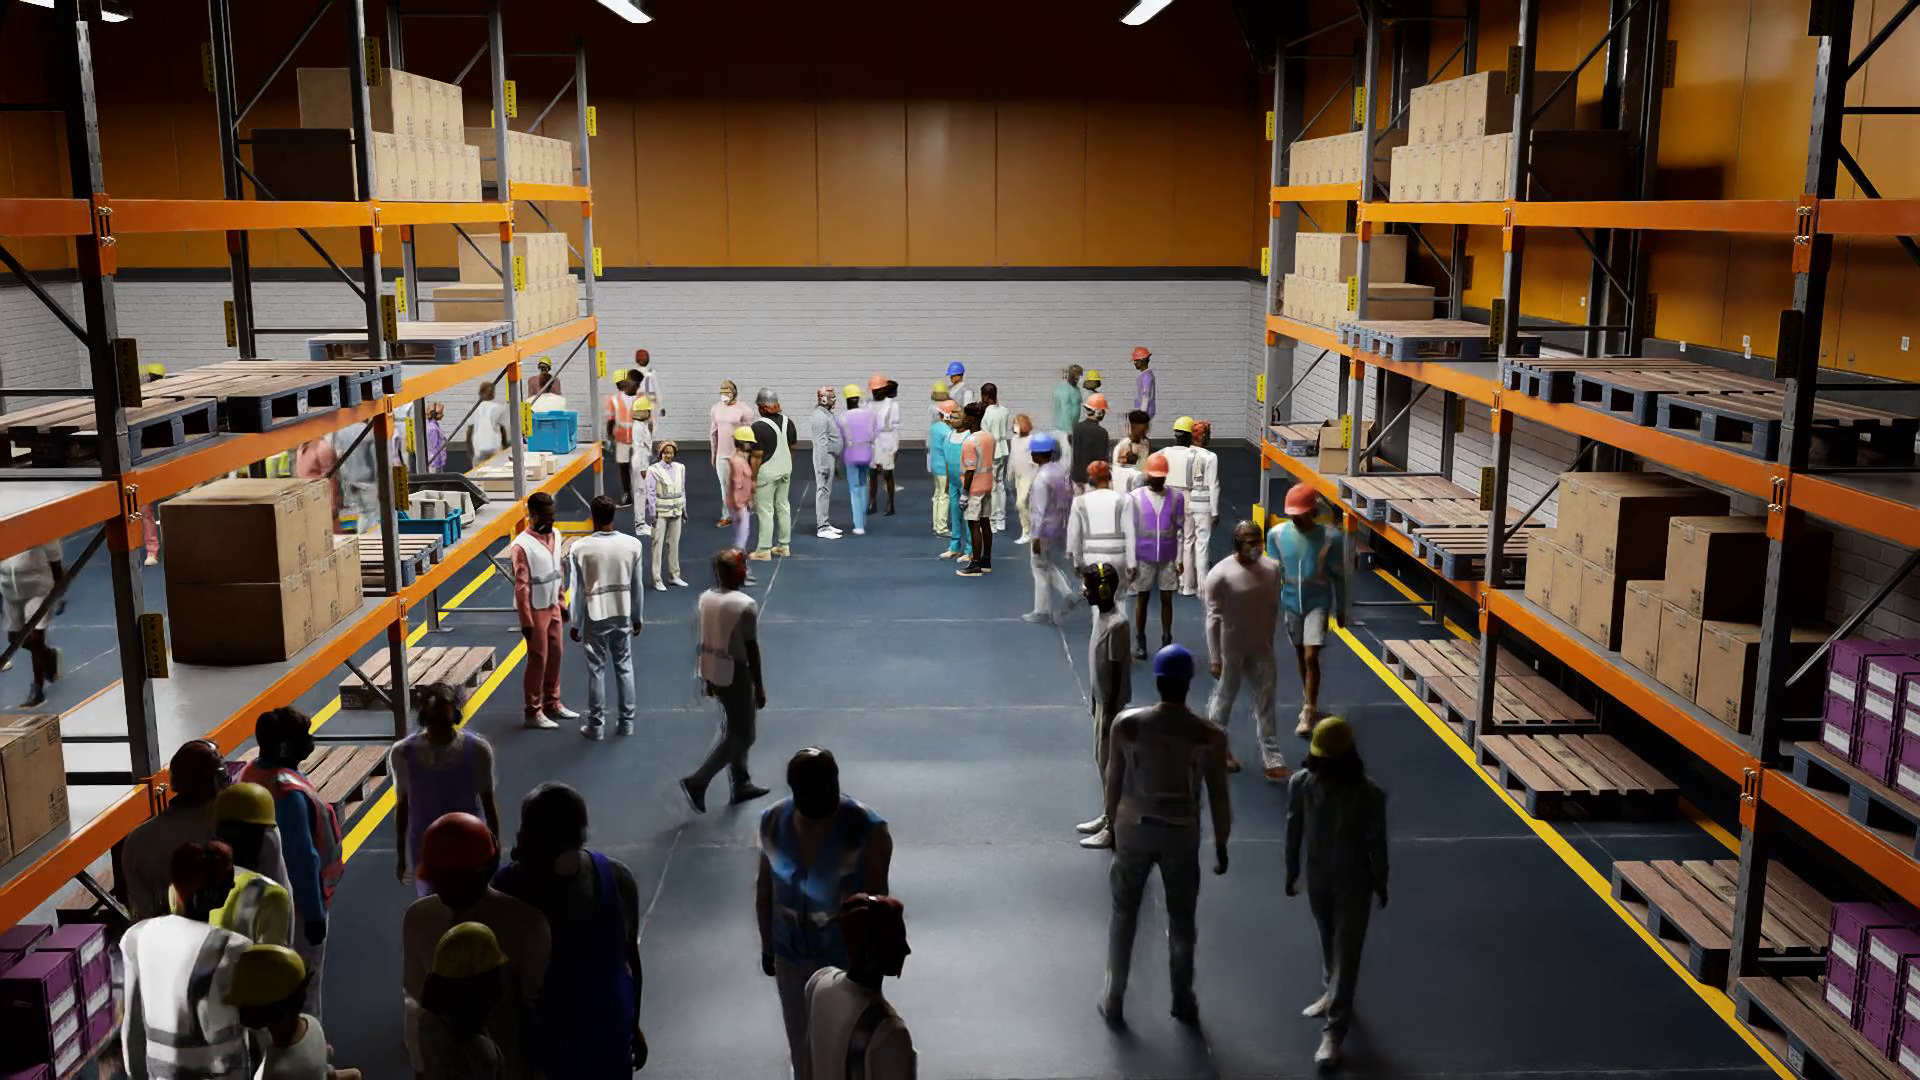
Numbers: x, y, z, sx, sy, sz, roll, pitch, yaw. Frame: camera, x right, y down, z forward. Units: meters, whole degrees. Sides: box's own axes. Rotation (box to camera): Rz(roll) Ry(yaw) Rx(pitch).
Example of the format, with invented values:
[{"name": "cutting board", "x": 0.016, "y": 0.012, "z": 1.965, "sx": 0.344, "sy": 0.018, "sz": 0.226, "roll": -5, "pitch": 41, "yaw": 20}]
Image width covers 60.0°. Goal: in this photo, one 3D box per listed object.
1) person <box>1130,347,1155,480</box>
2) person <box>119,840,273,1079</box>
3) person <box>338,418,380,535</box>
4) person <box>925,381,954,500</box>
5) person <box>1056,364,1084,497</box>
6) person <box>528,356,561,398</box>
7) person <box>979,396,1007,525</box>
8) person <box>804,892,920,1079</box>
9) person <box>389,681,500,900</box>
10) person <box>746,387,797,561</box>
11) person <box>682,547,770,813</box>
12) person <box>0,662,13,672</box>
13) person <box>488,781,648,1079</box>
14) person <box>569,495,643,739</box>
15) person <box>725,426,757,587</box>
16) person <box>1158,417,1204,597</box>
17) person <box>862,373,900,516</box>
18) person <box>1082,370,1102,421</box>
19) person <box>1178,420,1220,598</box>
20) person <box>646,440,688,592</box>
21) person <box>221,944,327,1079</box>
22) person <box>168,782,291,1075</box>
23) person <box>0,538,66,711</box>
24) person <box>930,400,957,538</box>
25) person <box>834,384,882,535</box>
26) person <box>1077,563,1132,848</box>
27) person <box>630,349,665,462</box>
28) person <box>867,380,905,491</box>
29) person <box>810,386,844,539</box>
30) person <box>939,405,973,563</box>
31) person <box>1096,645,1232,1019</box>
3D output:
[{"name": "person", "x": 2.767, "y": -1.919, "z": 25.307, "sx": 0.408, "sy": 2.029, "sz": 0.609, "roll": 1, "pitch": 11, "yaw": 4}, {"name": "person", "x": -2.825, "y": 2.000, "z": 6.181, "sx": 0.568, "sy": 1.833, "sz": 1.063, "roll": 5, "pitch": 12, "yaw": 25}, {"name": "person", "x": -6.946, "y": -0.676, "z": 19.404, "sx": 0.638, "sy": 1.906, "sz": 0.447, "roll": 6, "pitch": 13, "yaw": 26}, {"name": "person", "x": -0.239, "y": -1.357, "z": 23.205, "sx": 0.500, "sy": 1.727, "sz": 0.531, "roll": -8, "pitch": 14, "yaw": -34}, {"name": "person", "x": 1.589, "y": -1.559, "z": 23.753, "sx": 0.435, "sy": 1.918, "sz": 0.623, "roll": 5, "pitch": 12, "yaw": 25}, {"name": "person", "x": -6.671, "y": -2.079, "z": 26.780, "sx": 0.535, "sy": 1.755, "sz": 0.342, "roll": -1, "pitch": 11, "yaw": -4}, {"name": "person", "x": 0.372, "y": -1.043, "z": 21.606, "sx": 0.562, "sy": 1.742, "sz": 0.338, "roll": 9, "pitch": 14, "yaw": 37}, {"name": "person", "x": -0.315, "y": 2.086, "z": 5.571, "sx": 0.359, "sy": 1.882, "sz": 0.575, "roll": -7, "pitch": 13, "yaw": -32}, {"name": "person", "x": -2.594, "y": 1.560, "z": 8.439, "sx": 0.516, "sy": 1.803, "sz": 0.978, "roll": -3, "pitch": 12, "yaw": -15}, {"name": "person", "x": -2.273, "y": -0.785, "z": 19.567, "sx": 0.538, "sy": 2.000, "sz": 0.683, "roll": 8, "pitch": 14, "yaw": 37}, {"name": "person", "x": -1.604, "y": 0.961, "z": 11.347, "sx": 0.691, "sy": 1.826, "sz": 0.583, "roll": -10, "pitch": 15, "yaw": -40}, {"name": "person", "x": -8.734, "y": 0.282, "z": 14.746, "sx": 0.502, "sy": 1.837, "sz": 0.349, "roll": 6, "pitch": 13, "yaw": 27}, {"name": "person", "x": -1.468, "y": 1.878, "z": 6.213, "sx": 0.689, "sy": 2.000, "sz": 0.539, "roll": -7, "pitch": 13, "yaw": -31}, {"name": "person", "x": -2.738, "y": 0.604, "z": 12.955, "sx": 0.597, "sy": 1.909, "sz": 0.393, "roll": -8, "pitch": 14, "yaw": -33}, {"name": "person", "x": -2.381, "y": -0.368, "z": 18.199, "sx": 0.364, "sy": 1.756, "sz": 0.533, "roll": -1, "pitch": 11, "yaw": -4}, {"name": "person", "x": 2.358, "y": -0.356, "z": 17.726, "sx": 0.585, "sy": 1.917, "sz": 0.380, "roll": 8, "pitch": 14, "yaw": 34}, {"name": "person", "x": -1.082, "y": -1.275, "z": 22.295, "sx": 0.552, "sy": 1.932, "sz": 0.379, "roll": 4, "pitch": 12, "yaw": 21}, {"name": "person", "x": 1.959, "y": -1.659, "z": 24.699, "sx": 0.296, "sy": 1.744, "sz": 0.487, "roll": 4, "pitch": 12, "yaw": 21}, {"name": "person", "x": 2.525, "y": -0.332, "z": 17.695, "sx": 0.361, "sy": 1.883, "sz": 0.574, "roll": -10, "pitch": 15, "yaw": -40}, {"name": "person", "x": -3.169, "y": -0.274, "z": 18.022, "sx": 0.313, "sy": 1.637, "sz": 0.513, "roll": 10, "pitch": 15, "yaw": 40}, {"name": "person", "x": -2.209, "y": 2.164, "z": 5.500, "sx": 0.327, "sy": 1.761, "sz": 0.533, "roll": -3, "pitch": 12, "yaw": -14}, {"name": "person", "x": -2.837, "y": 1.883, "z": 6.665, "sx": 0.631, "sy": 1.845, "sz": 1.021, "roll": 4, "pitch": 12, "yaw": 18}, {"name": "person", "x": -7.759, "y": 0.398, "z": 13.894, "sx": 0.608, "sy": 1.946, "sz": 0.755, "roll": 0, "pitch": 11, "yaw": 0}, {"name": "person", "x": -0.177, "y": -0.893, "z": 20.873, "sx": 0.354, "sy": 1.737, "sz": 0.577, "roll": -4, "pitch": 12, "yaw": -18}, {"name": "person", "x": -1.352, "y": -1.033, "z": 21.168, "sx": 0.605, "sy": 1.897, "sz": 0.729, "roll": -5, "pitch": 12, "yaw": -23}, {"name": "person", "x": 0.940, "y": 1.062, "z": 10.786, "sx": 0.335, "sy": 1.855, "sz": 0.533, "roll": -1, "pitch": 11, "yaw": -5}, {"name": "person", "x": -5.082, "y": -2.146, "z": 26.819, "sx": 0.605, "sy": 1.869, "sz": 0.657, "roll": 5, "pitch": 12, "yaw": 24}, {"name": "person", "x": -1.109, "y": -1.493, "z": 24.037, "sx": 0.627, "sy": 1.668, "sz": 0.557, "roll": -2, "pitch": 11, "yaw": -10}, {"name": "person", "x": -1.663, "y": -0.980, "z": 20.882, "sx": 0.410, "sy": 1.909, "sz": 0.642, "roll": 0, "pitch": 11, "yaw": -2}, {"name": "person", "x": 0.013, "y": -0.655, "z": 19.408, "sx": 0.350, "sy": 1.847, "sz": 0.506, "roll": -10, "pitch": 15, "yaw": -41}, {"name": "person", "x": 1.026, "y": 1.497, "z": 8.431, "sx": 0.703, "sy": 1.919, "sz": 0.545, "roll": 2, "pitch": 11, "yaw": 8}]
